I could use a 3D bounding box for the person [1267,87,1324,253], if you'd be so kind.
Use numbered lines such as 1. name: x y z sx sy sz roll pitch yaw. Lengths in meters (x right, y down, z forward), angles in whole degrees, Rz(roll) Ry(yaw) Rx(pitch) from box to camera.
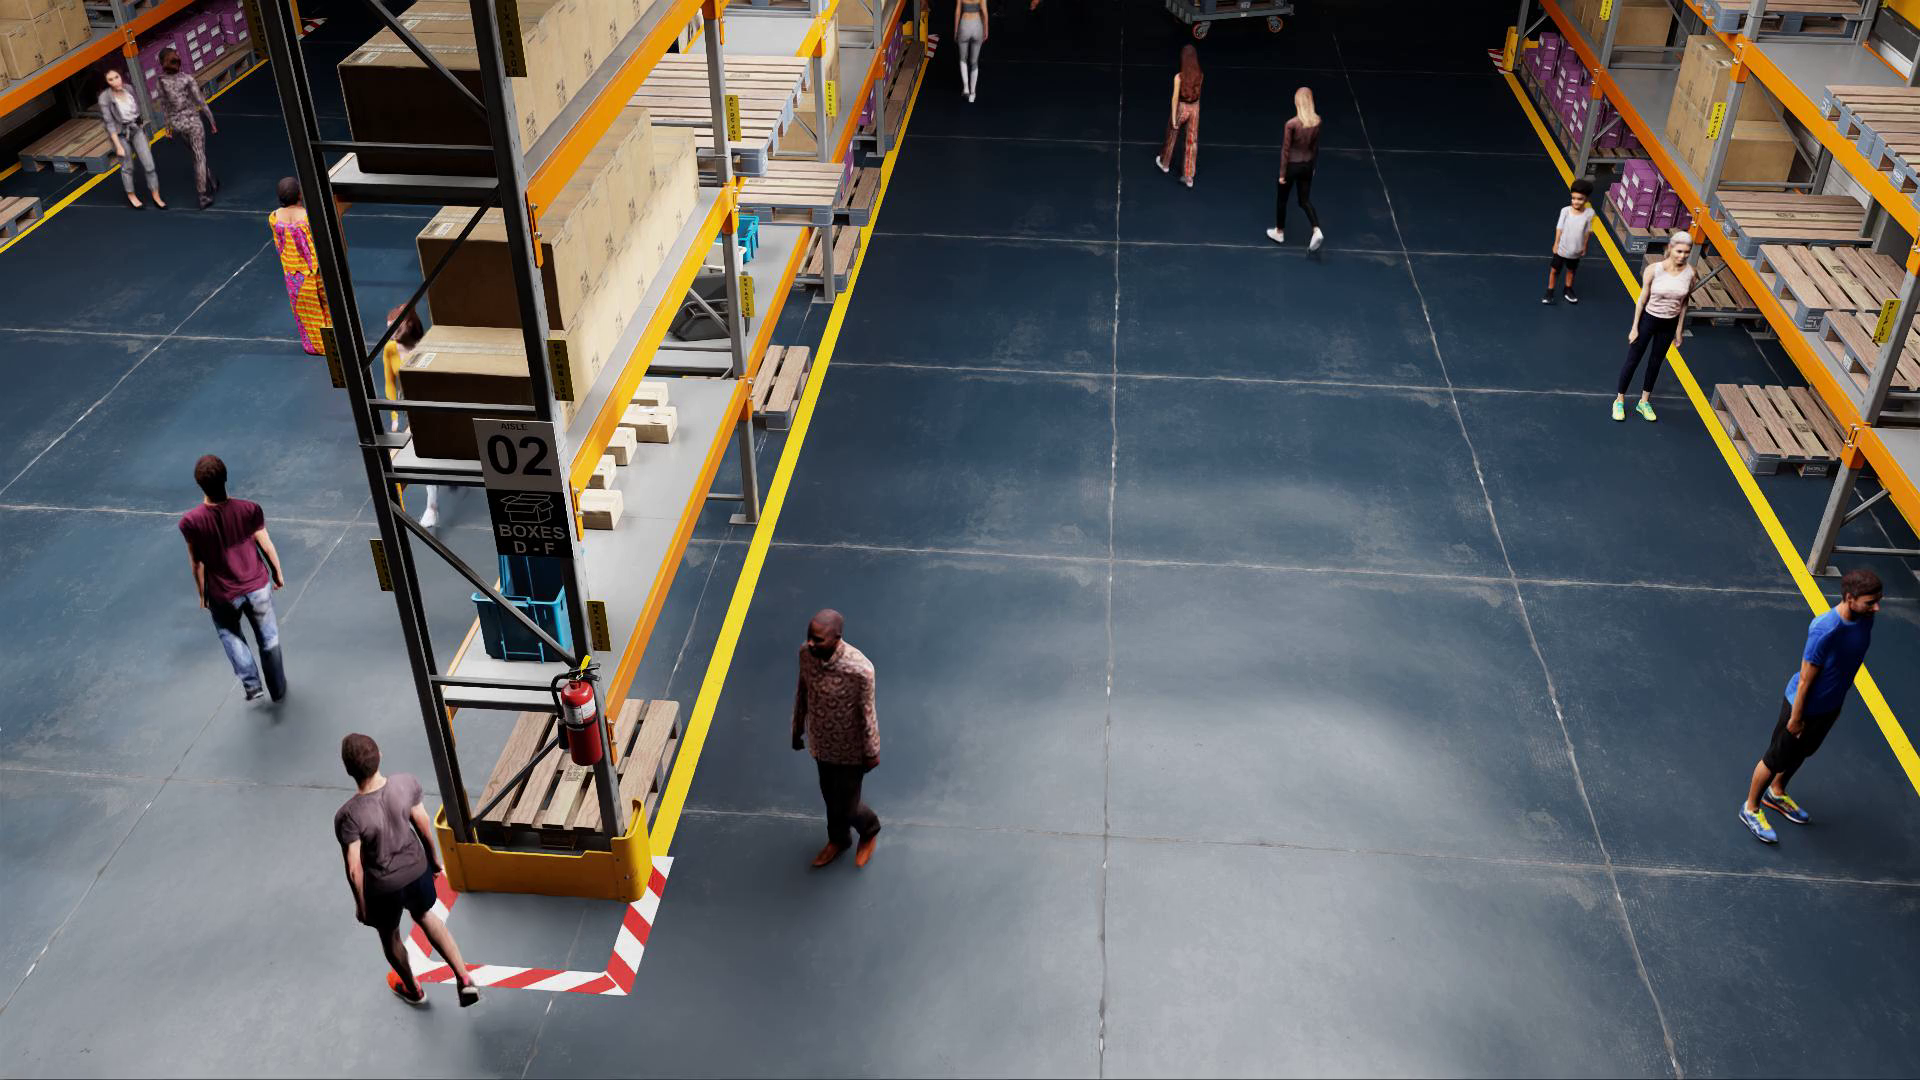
1. person: 3.488 -3.747 16.975 0.963 1.682 1.140 -15 37 -22

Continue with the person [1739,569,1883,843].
1. person: 5.013 0.935 9.766 0.703 1.866 0.735 -19 38 -26

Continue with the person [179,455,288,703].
1. person: -4.636 0.330 10.696 0.834 1.844 0.881 -15 36 -21

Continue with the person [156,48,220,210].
1. person: -8.382 -4.419 17.983 0.688 1.686 0.937 1 34 2

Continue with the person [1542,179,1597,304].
1. person: 5.934 -2.902 16.098 0.546 1.246 0.634 6 34 9

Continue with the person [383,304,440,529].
1. person: -4.154 -1.039 12.888 0.630 1.697 1.260 -1 34 -1

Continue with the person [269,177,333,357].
1. person: -5.938 -2.520 15.130 0.625 1.682 0.621 3 34 4

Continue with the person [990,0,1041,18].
1. person: 0.897 -8.523 24.012 1.180 1.847 1.316 28 43 35

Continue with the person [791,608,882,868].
1. person: -0.643 1.107 9.571 0.847 1.796 0.863 22 40 30

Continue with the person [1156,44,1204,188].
1. person: 2.566 -4.716 18.572 0.800 1.528 1.039 -10 35 -14

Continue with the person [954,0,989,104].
1. person: 0.126 -6.319 20.837 0.580 1.691 0.579 2 34 2

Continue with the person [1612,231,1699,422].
1. person: 5.883 -1.819 14.053 0.605 1.706 0.539 1 34 1

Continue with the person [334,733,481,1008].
1. person: -2.851 1.775 8.528 0.993 1.837 0.992 23 40 30

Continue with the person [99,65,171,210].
1. person: -8.974 -4.313 17.871 0.868 1.633 0.848 13 36 19
